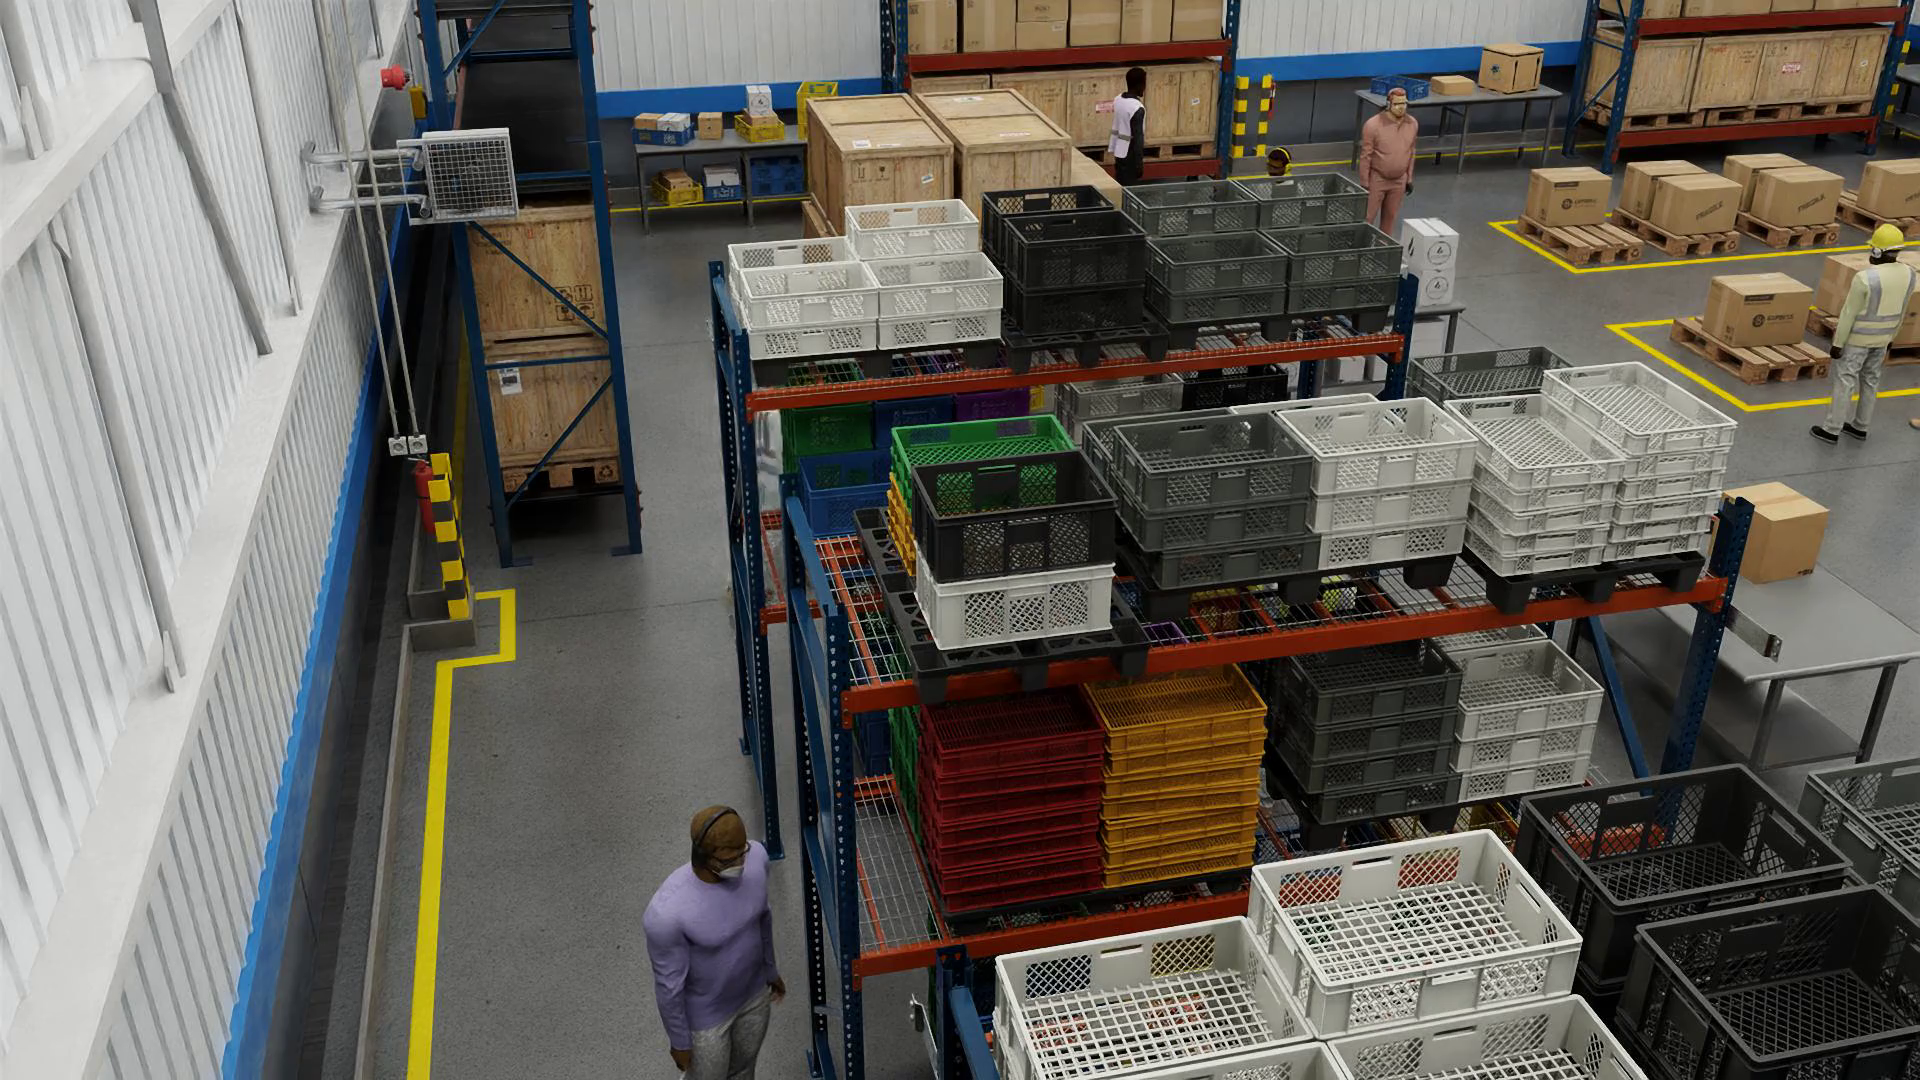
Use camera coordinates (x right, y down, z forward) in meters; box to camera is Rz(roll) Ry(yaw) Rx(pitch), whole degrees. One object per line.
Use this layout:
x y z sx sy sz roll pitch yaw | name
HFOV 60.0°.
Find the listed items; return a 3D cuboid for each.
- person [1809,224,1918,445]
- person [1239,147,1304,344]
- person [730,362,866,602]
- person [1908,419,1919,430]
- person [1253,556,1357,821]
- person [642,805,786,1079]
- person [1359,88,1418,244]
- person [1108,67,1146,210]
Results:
7.359 -1.663 13.522 0.597 1.824 0.403 -8 29 -15 | person
2.902 -2.740 15.520 0.518 1.865 0.329 8 29 15 | person
-1.137 -0.432 11.184 0.952 1.828 0.596 0 28 1 | person
8.289 -1.722 13.783 0.546 1.685 0.324 -13 30 -22 | person
1.855 0.732 8.957 0.627 1.843 0.429 9 29 16 | person
-0.952 1.862 6.714 0.371 1.935 0.627 19 33 32 | person
4.476 -3.770 17.428 0.636 1.909 0.404 -8 29 -15 | person
1.840 -4.220 18.281 0.383 1.911 0.592 -9 29 -17 | person
